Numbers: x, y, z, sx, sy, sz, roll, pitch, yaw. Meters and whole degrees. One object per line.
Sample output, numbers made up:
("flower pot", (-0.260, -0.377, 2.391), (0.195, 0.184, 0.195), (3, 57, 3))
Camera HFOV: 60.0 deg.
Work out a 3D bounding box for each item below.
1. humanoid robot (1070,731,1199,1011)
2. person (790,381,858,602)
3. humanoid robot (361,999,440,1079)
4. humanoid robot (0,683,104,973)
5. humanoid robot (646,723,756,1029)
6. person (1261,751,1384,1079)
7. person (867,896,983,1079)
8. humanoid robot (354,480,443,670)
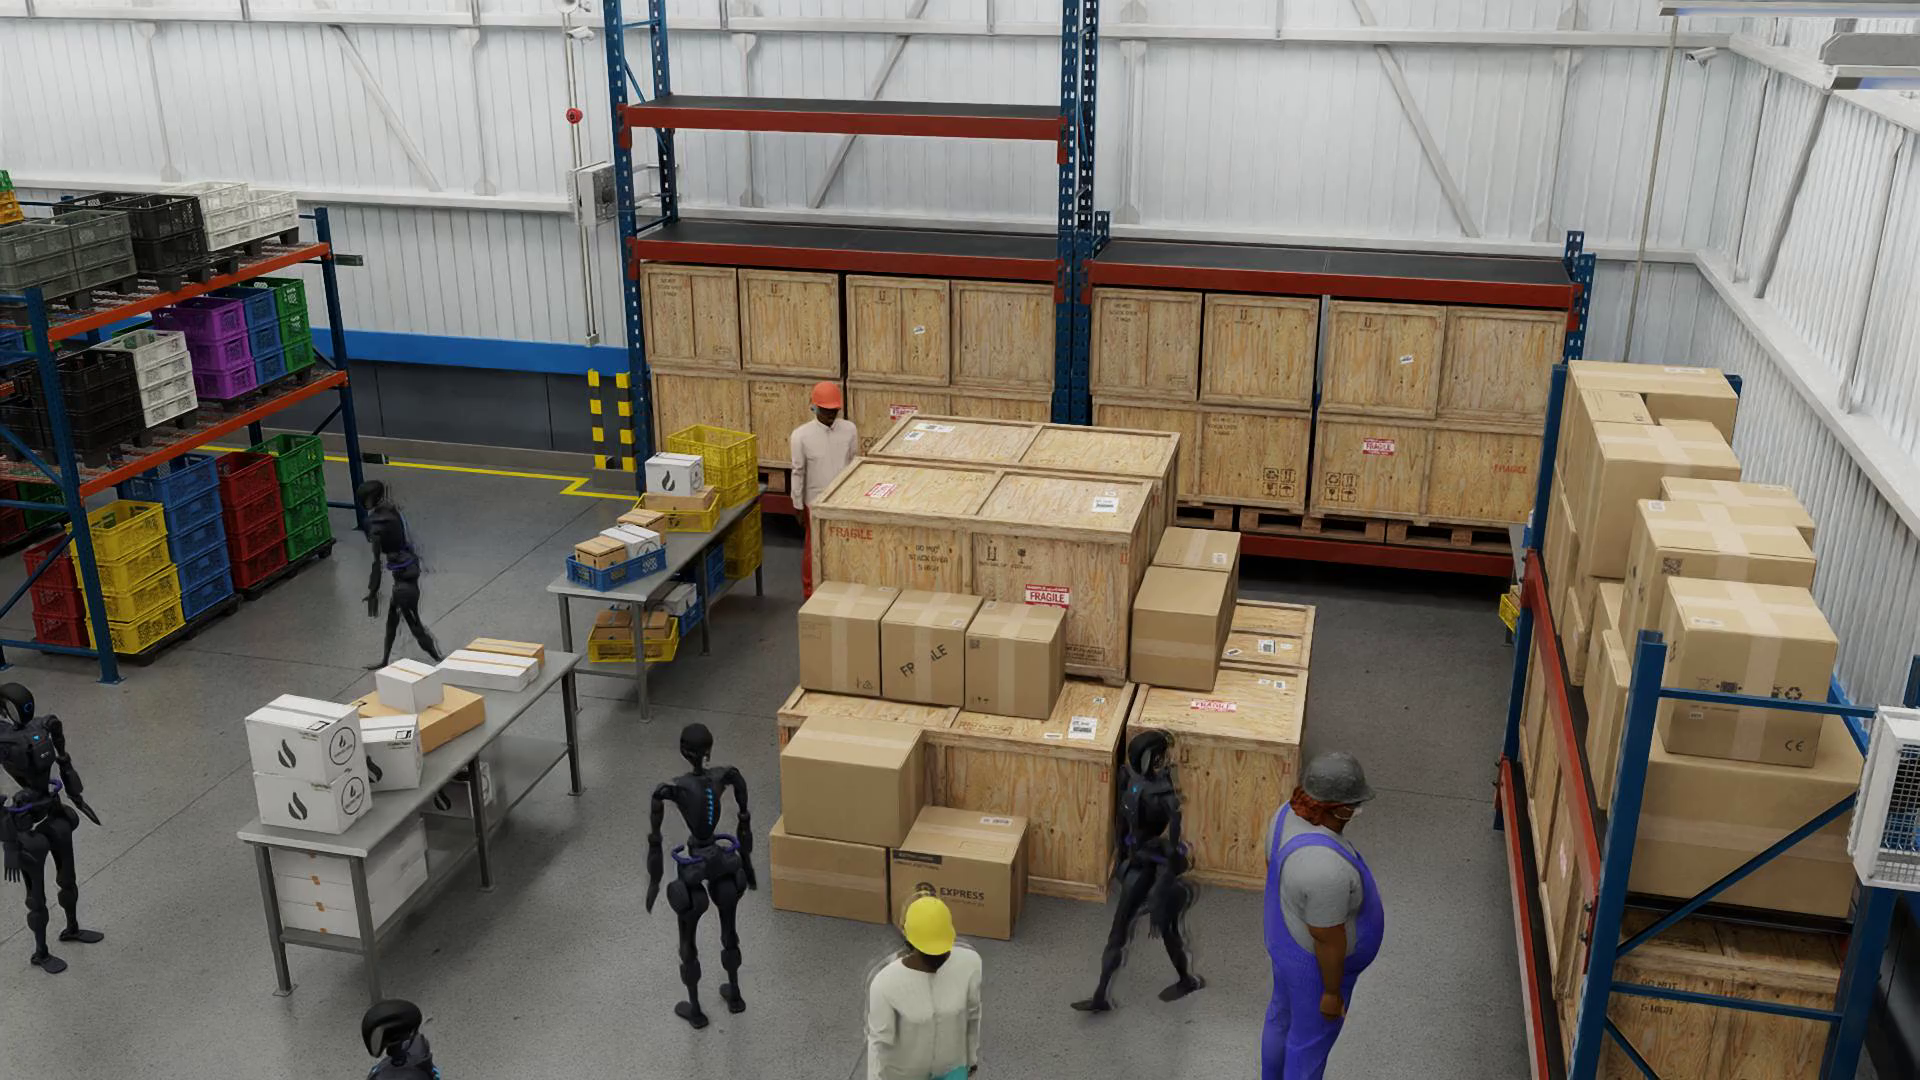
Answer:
("humanoid robot", (0.965, 1.731, 8.613), (0.767, 1.627, 0.612), (-14, 25, -32))
("person", (-1.077, -0.330, 13.496), (0.611, 1.994, 0.377), (-13, 24, -30))
("humanoid robot", (-2.134, 2.502, 6.503), (0.314, 1.661, 0.609), (-1, 21, -2))
("humanoid robot", (-4.993, 1.532, 9.045), (0.311, 1.657, 0.609), (5, 22, 13))
("humanoid robot", (-1.331, 1.713, 8.590), (0.585, 1.654, 0.338), (-13, 25, -31))
("person", (1.670, 1.876, 7.659), (0.536, 2.000, 0.687), (-3, 21, -7))
("person", (-0.160, 2.255, 7.145), (0.535, 1.740, 0.900), (-7, 22, -18))
("humanoid robot", (-4.210, 0.279, 12.405), (0.712, 1.619, 0.645), (-6, 22, -14))
